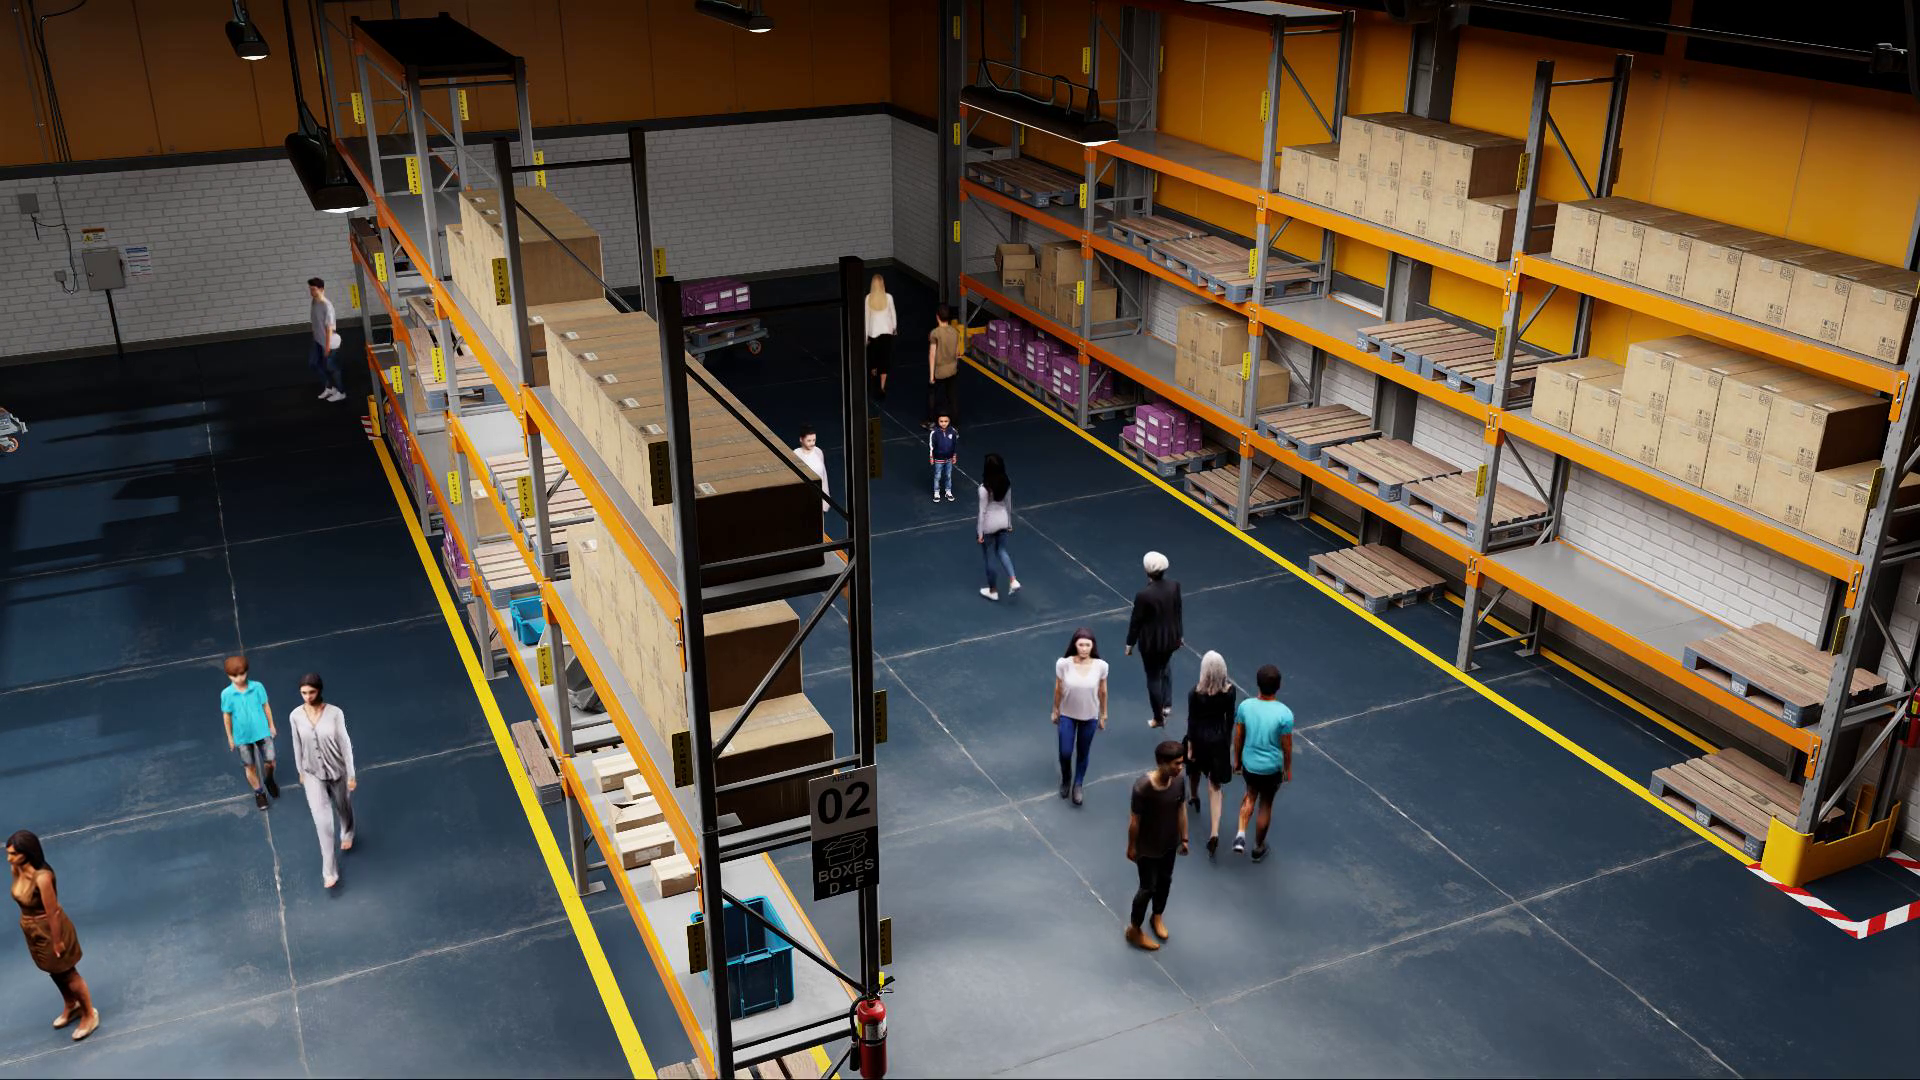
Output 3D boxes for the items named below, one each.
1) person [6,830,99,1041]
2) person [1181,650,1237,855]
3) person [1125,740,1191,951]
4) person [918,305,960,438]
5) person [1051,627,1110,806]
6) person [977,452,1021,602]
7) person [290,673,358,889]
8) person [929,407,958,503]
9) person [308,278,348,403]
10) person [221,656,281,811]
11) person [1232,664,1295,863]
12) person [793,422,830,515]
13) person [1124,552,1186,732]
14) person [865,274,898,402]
[{"bbox_3d":[-6.332,2.732,11.550,0.607,1.683,0.701,14,27,29],"label":"person"},{"bbox_3d":[2.081,1.770,13.742,0.873,1.690,1.250,-3,24,-6],"label":"person"},{"bbox_3d":[1.475,2.245,12.647,0.693,1.696,0.665,-11,26,-23],"label":"person"},{"bbox_3d":[-0.168,-2.288,22.857,0.788,1.825,1.018,-16,28,-31],"label":"person"},{"bbox_3d":[1.017,1.495,14.389,0.722,1.675,0.722,-1,24,-2],"label":"person"},{"bbox_3d":[0.442,-0.112,18.005,0.762,1.724,0.862,-20,31,-38],"label":"person"},{"bbox_3d":[-5.112,1.856,13.504,0.788,1.723,1.150,-5,24,-11],"label":"person"},{"bbox_3d":[-0.202,-1.079,20.844,0.561,1.221,0.542,-5,24,-11],"label":"person"},{"bbox_3d":[-9.159,-2.925,24.264,0.749,1.865,0.867,22,32,40],"label":"person"},{"bbox_3d":[-6.138,1.623,14.385,0.542,1.444,0.548,-12,26,-25],"label":"person"},{"bbox_3d":[2.418,1.867,13.429,0.801,1.764,0.860,12,26,25],"label":"person"},{"bbox_3d":[-1.743,-0.507,18.880,0.767,1.747,0.742,-21,31,-39],"label":"person"},{"bbox_3d":[1.829,0.923,14.689,0.754,1.768,0.612,-10,26,-22],"label":"person"},{"bbox_3d":[-1.160,-2.929,24.342,0.962,1.810,1.240,0,24,0],"label":"person"}]
